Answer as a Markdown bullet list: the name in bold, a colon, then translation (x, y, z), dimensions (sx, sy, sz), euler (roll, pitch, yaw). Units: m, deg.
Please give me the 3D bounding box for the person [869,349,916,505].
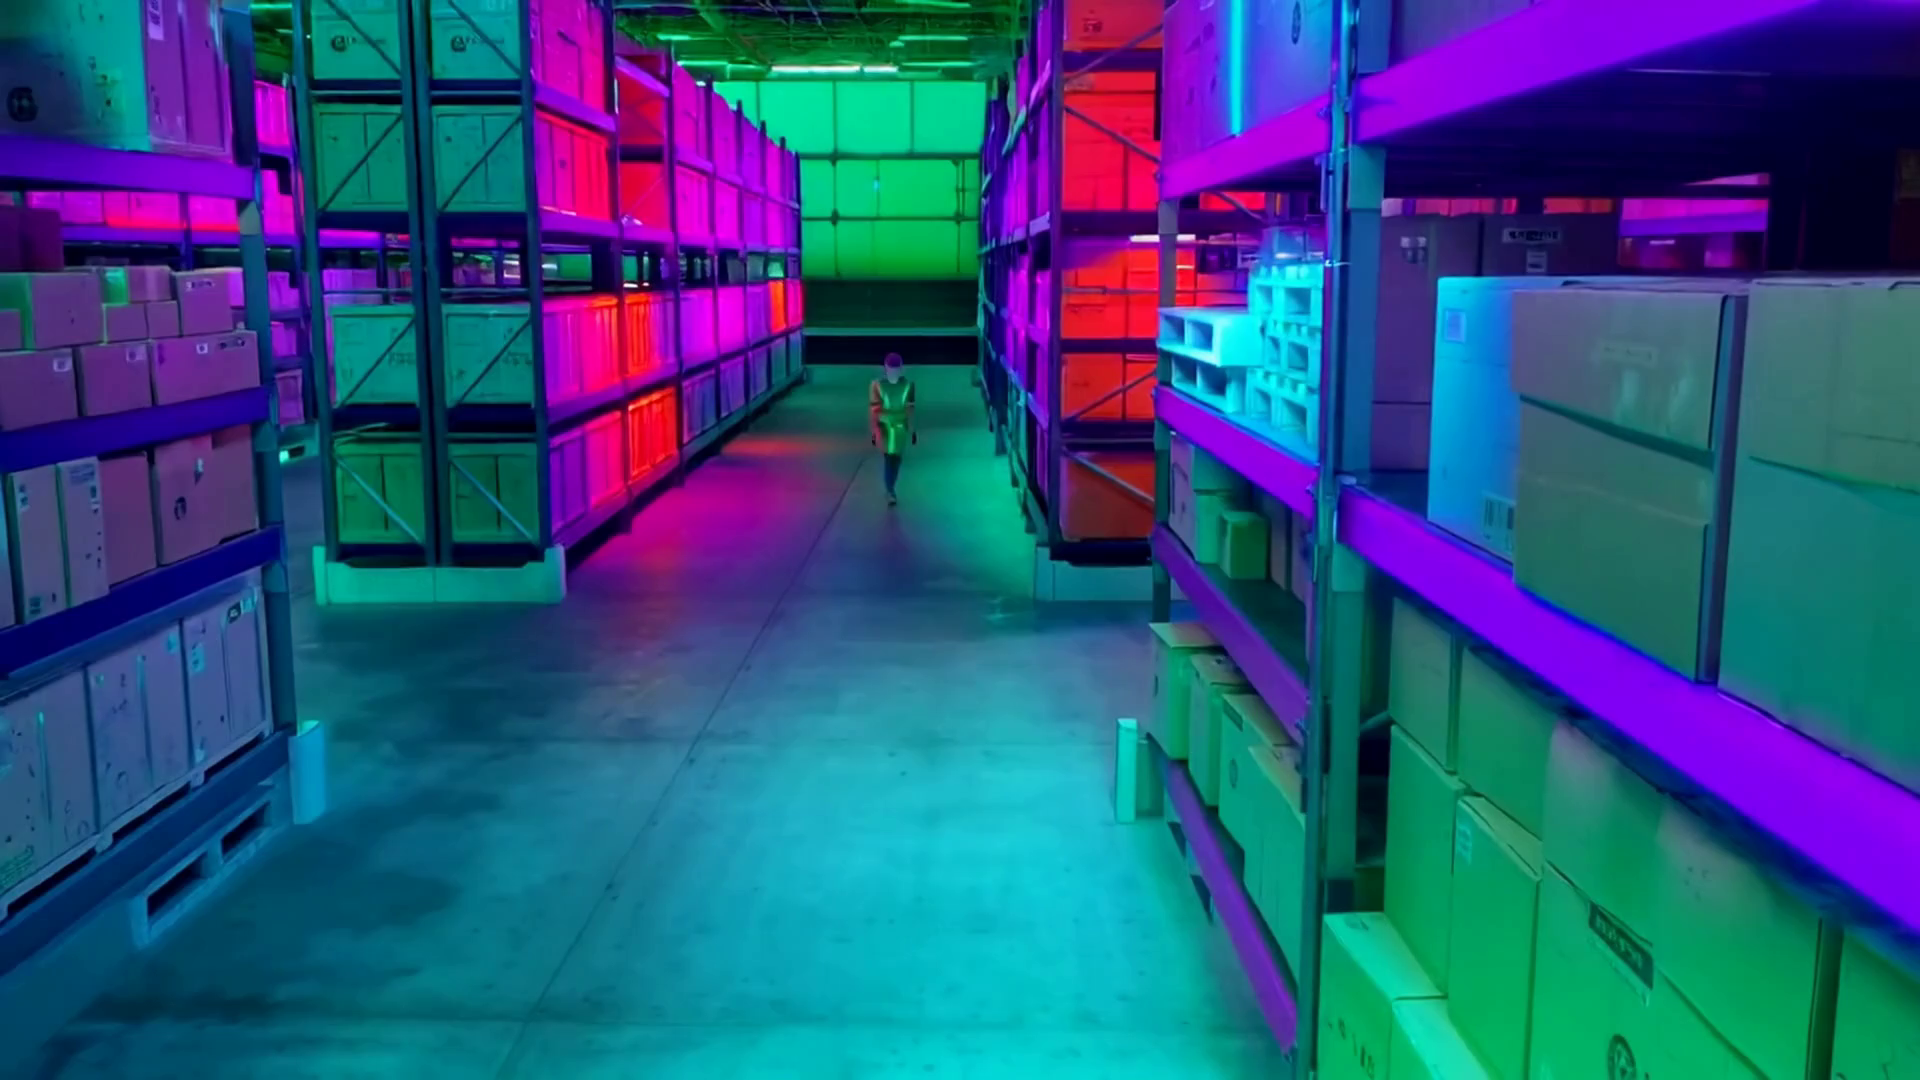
- **person**: translation (-0.898, -1.482, 21.638), dimensions (0.622, 2.016, 0.857), euler (-2, 9, -11)
